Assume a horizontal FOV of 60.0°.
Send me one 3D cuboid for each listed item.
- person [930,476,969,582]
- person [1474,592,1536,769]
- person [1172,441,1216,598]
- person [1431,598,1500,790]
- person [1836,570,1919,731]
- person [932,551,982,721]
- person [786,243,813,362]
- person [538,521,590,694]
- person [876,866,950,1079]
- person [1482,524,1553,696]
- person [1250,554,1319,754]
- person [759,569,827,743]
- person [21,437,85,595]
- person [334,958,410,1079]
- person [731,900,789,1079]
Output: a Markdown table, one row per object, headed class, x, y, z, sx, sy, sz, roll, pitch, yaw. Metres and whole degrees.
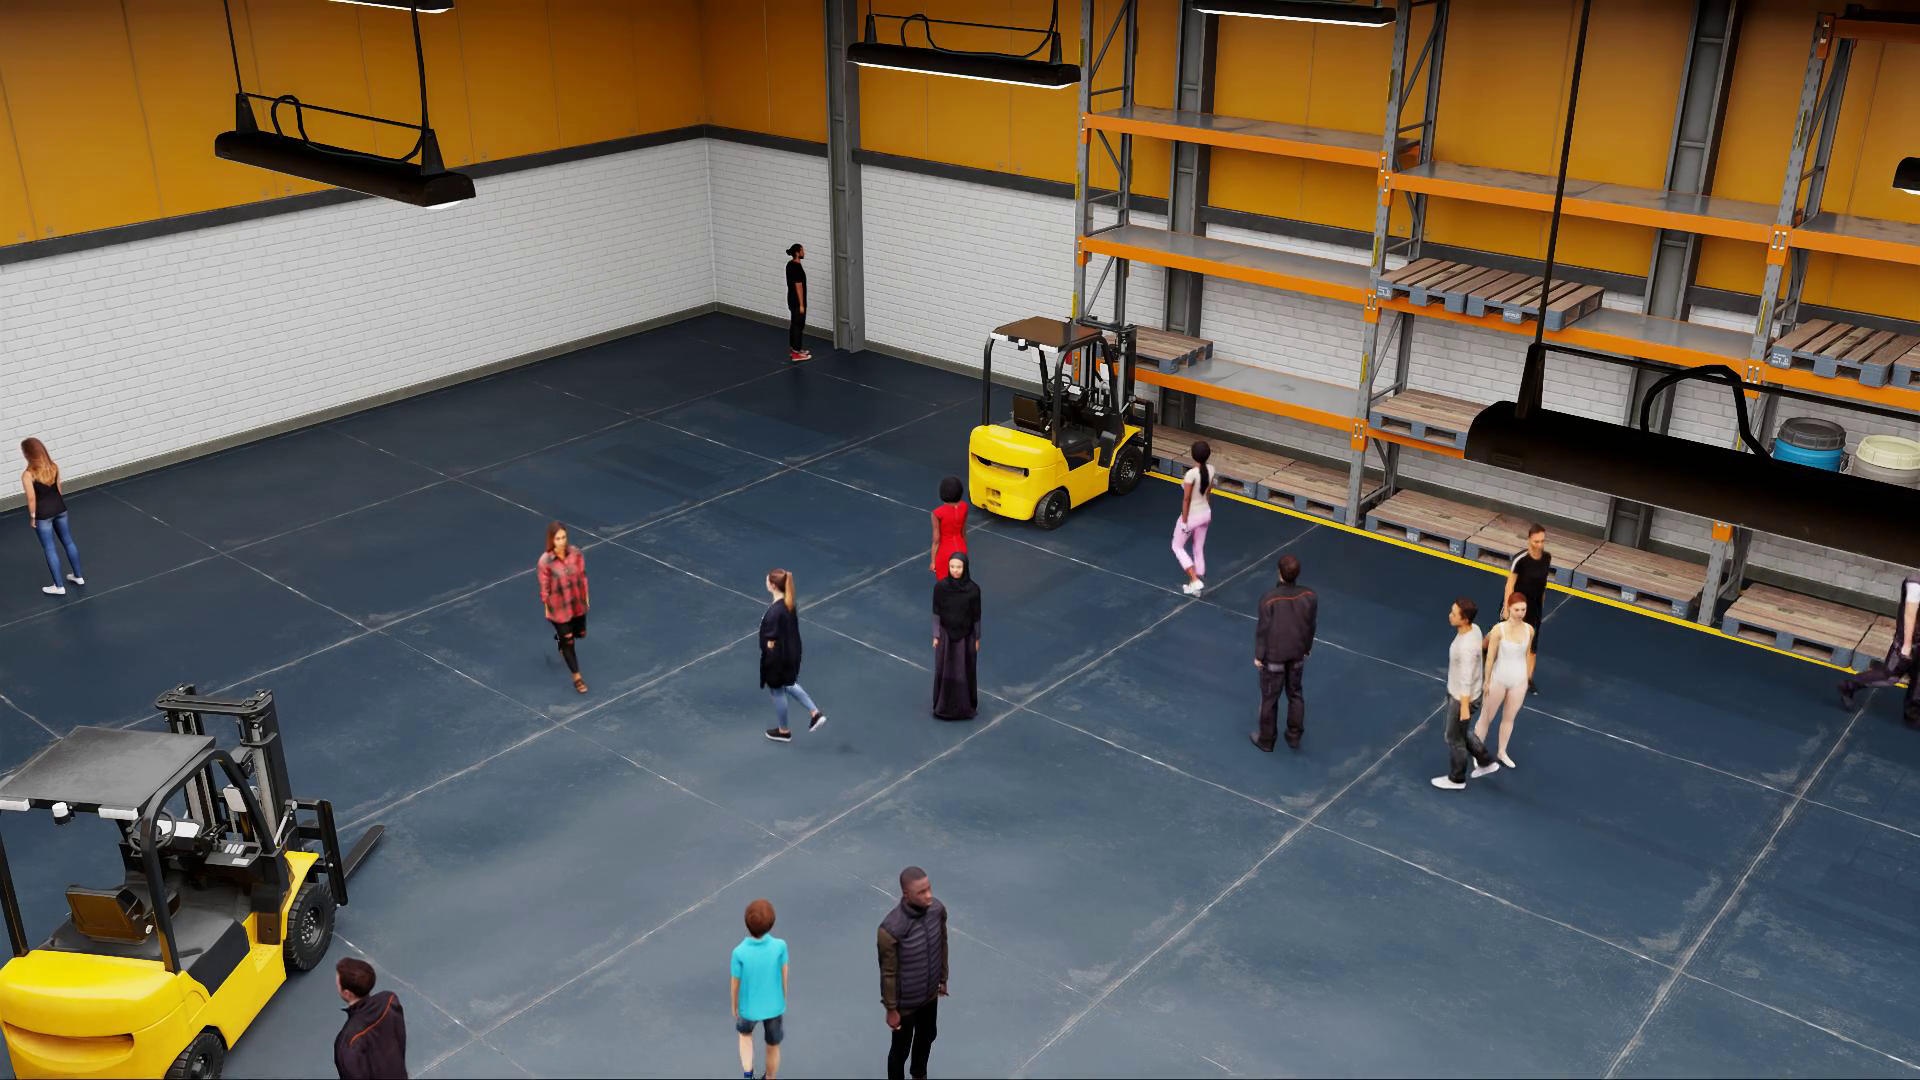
| class | x | y | z | sx | sy | sz | roll | pitch | yaw |
| --- | --- | --- | --- | --- | --- | --- | --- | --- | --- |
| person | -0.089 | 0.184 | 16.391 | 0.610 | 1.744 | 0.567 | -17 | 29 | -33 |
| person | 4.662 | 1.195 | 14.203 | 0.612 | 1.643 | 0.660 | -3 | 24 | -8 |
| person | 2.499 | -0.189 | 17.258 | 0.656 | 1.732 | 0.738 | -16 | 28 | -32 |
| person | 4.255 | 1.289 | 13.805 | 0.945 | 1.788 | 0.860 | 7 | 25 | 16 |
| person | 8.407 | 0.817 | 14.844 | 1.127 | 1.822 | 0.720 | 22 | 32 | 40 |
| person | -0.027 | 0.850 | 15.028 | 0.687 | 1.613 | 0.770 | 3 | 24 | 6 |
| person | -2.456 | -3.592 | 25.012 | 0.765 | 1.756 | 0.655 | -8 | 25 | -19 |
| person | -3.706 | 0.586 | 15.540 | 0.765 | 1.687 | 1.003 | -19 | 30 | -36 |
| person | -0.301 | 2.798 | 10.297 | 0.704 | 1.835 | 0.598 | -21 | 31 | -39 |
| person | 5.231 | 0.571 | 15.647 | 1.028 | 1.629 | 1.180 | -7 | 25 | -15 |
| person | 2.811 | 0.984 | 14.442 | 0.796 | 1.838 | 0.797 | -6 | 24 | -14 |
| person | -1.465 | 1.042 | 14.517 | 0.882 | 1.672 | 0.759 | 8 | 25 | 18 |
| person | -9.563 | -0.276 | 17.469 | 0.639 | 1.723 | 0.657 | 9 | 25 | 19 |
| person | -3.275 | 3.158 | 9.375 | 0.743 | 1.913 | 0.770 | 6 | 24 | 14 |
| person | -1.230 | 2.945 | 10.461 | 0.627 | 1.433 | 0.677 | -6 | 24 | -14 |
